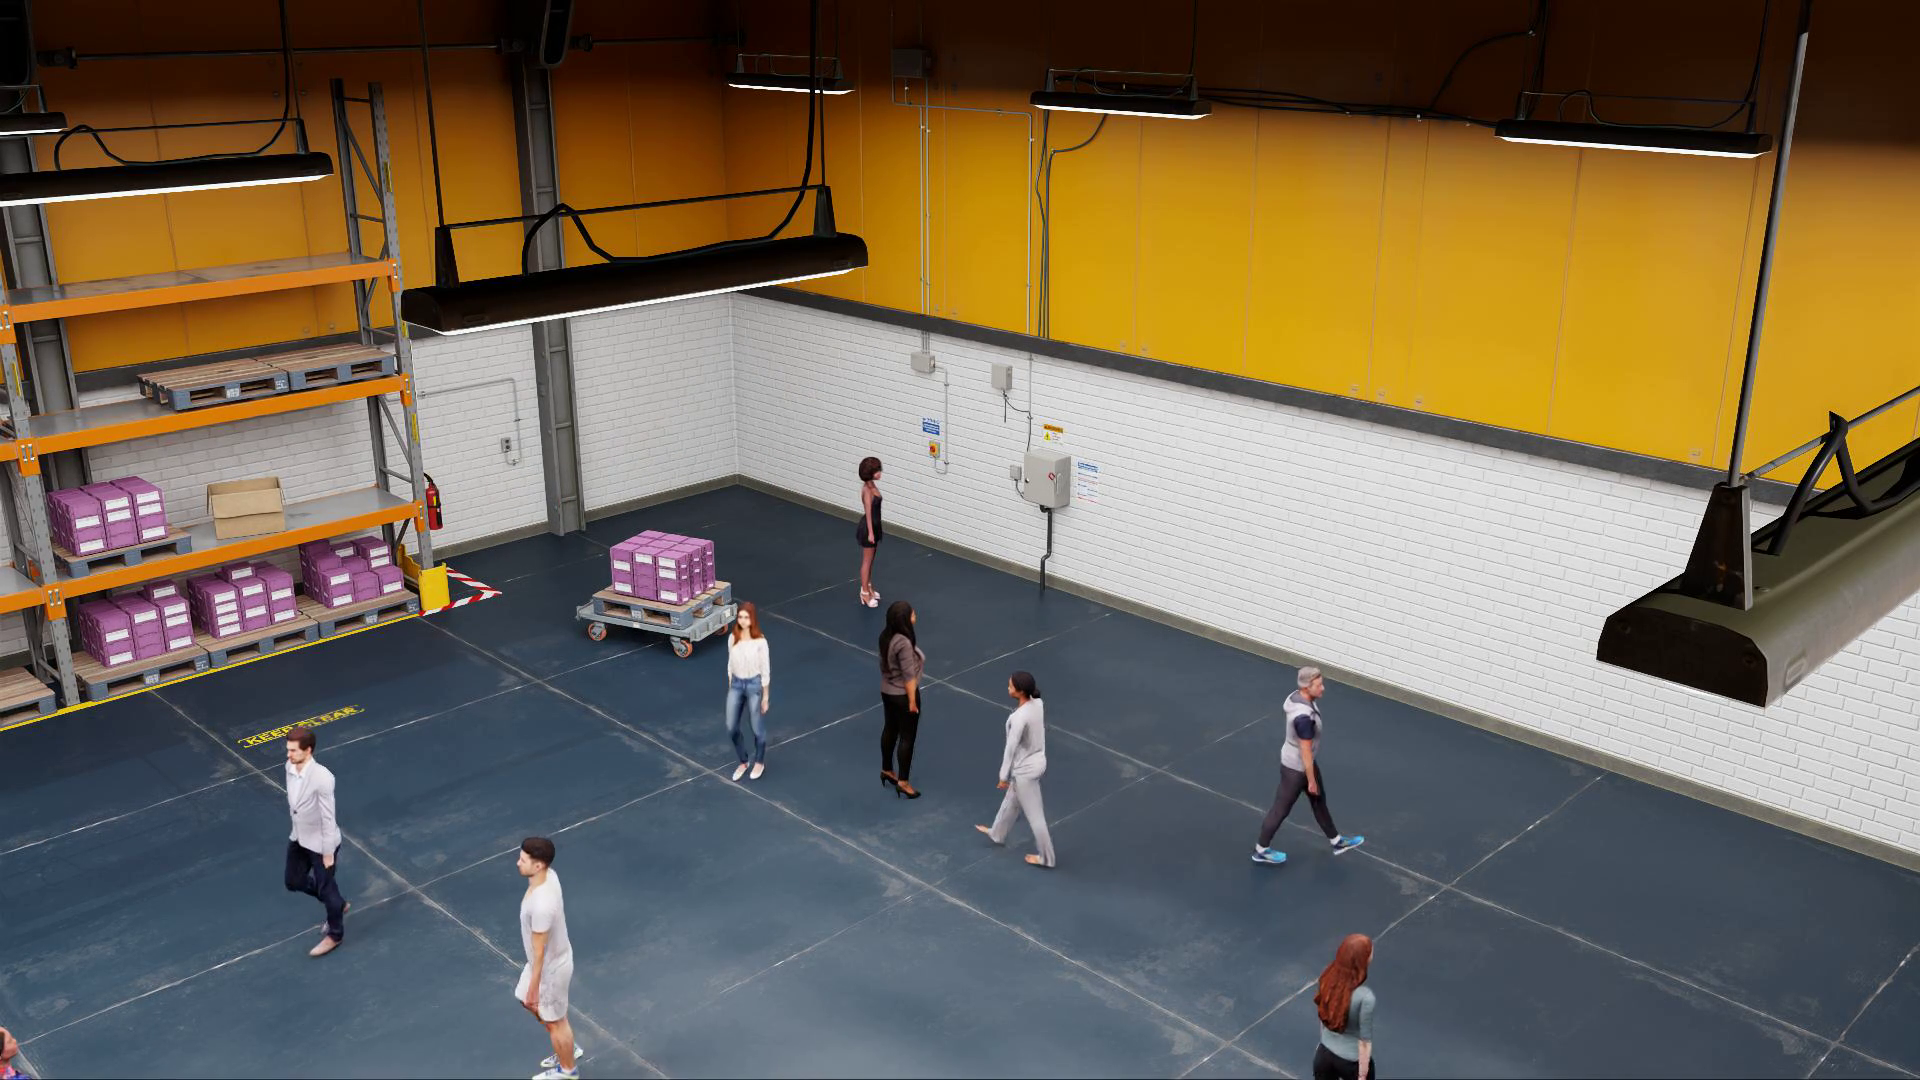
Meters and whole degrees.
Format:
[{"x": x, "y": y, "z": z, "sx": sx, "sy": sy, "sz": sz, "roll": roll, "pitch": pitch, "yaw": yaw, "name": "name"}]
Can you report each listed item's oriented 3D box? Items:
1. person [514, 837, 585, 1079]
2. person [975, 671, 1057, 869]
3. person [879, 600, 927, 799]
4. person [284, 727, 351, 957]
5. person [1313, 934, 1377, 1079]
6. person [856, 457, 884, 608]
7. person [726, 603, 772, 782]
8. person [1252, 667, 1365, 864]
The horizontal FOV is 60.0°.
[{"x": -2.612, "y": 2.764, "z": 10.932, "sx": 0.857, "sy": 1.844, "sz": 0.838, "roll": -4, "pitch": 19, "yaw": -11, "name": "person"}, {"x": 0.632, "y": 1.910, "z": 13.693, "sx": 0.931, "sy": 1.701, "sz": 1.065, "roll": 9, "pitch": 21, "yaw": 25, "name": "person"}, {"x": -0.548, "y": 1.417, "z": 14.939, "sx": 0.673, "sy": 1.840, "sz": 0.707, "roll": -11, "pitch": 22, "yaw": -30, "name": "person"}, {"x": -4.794, "y": 2.220, "z": 12.555, "sx": 0.760, "sy": 1.840, "sz": 0.738, "roll": 13, "pitch": 23, "yaw": 34, "name": "person"}, {"x": 2.231, "y": 3.160, "z": 9.962, "sx": 1.143, "sy": 1.713, "sz": 0.696, "roll": -13, "pitch": 23, "yaw": -34, "name": "person"}, {"x": -1.060, "y": -0.108, "z": 19.552, "sx": 0.730, "sy": 1.787, "sz": 0.660, "roll": 1, "pitch": 19, "yaw": 4, "name": "person"}, {"x": -1.912, "y": 1.361, "z": 15.303, "sx": 0.712, "sy": 1.715, "sz": 0.751, "roll": 6, "pitch": 19, "yaw": 16, "name": "person"}, {"x": 2.678, "y": 1.880, "z": 13.659, "sx": 1.193, "sy": 1.779, "sz": 1.208, "roll": 2, "pitch": 19, "yaw": 6, "name": "person"}]
